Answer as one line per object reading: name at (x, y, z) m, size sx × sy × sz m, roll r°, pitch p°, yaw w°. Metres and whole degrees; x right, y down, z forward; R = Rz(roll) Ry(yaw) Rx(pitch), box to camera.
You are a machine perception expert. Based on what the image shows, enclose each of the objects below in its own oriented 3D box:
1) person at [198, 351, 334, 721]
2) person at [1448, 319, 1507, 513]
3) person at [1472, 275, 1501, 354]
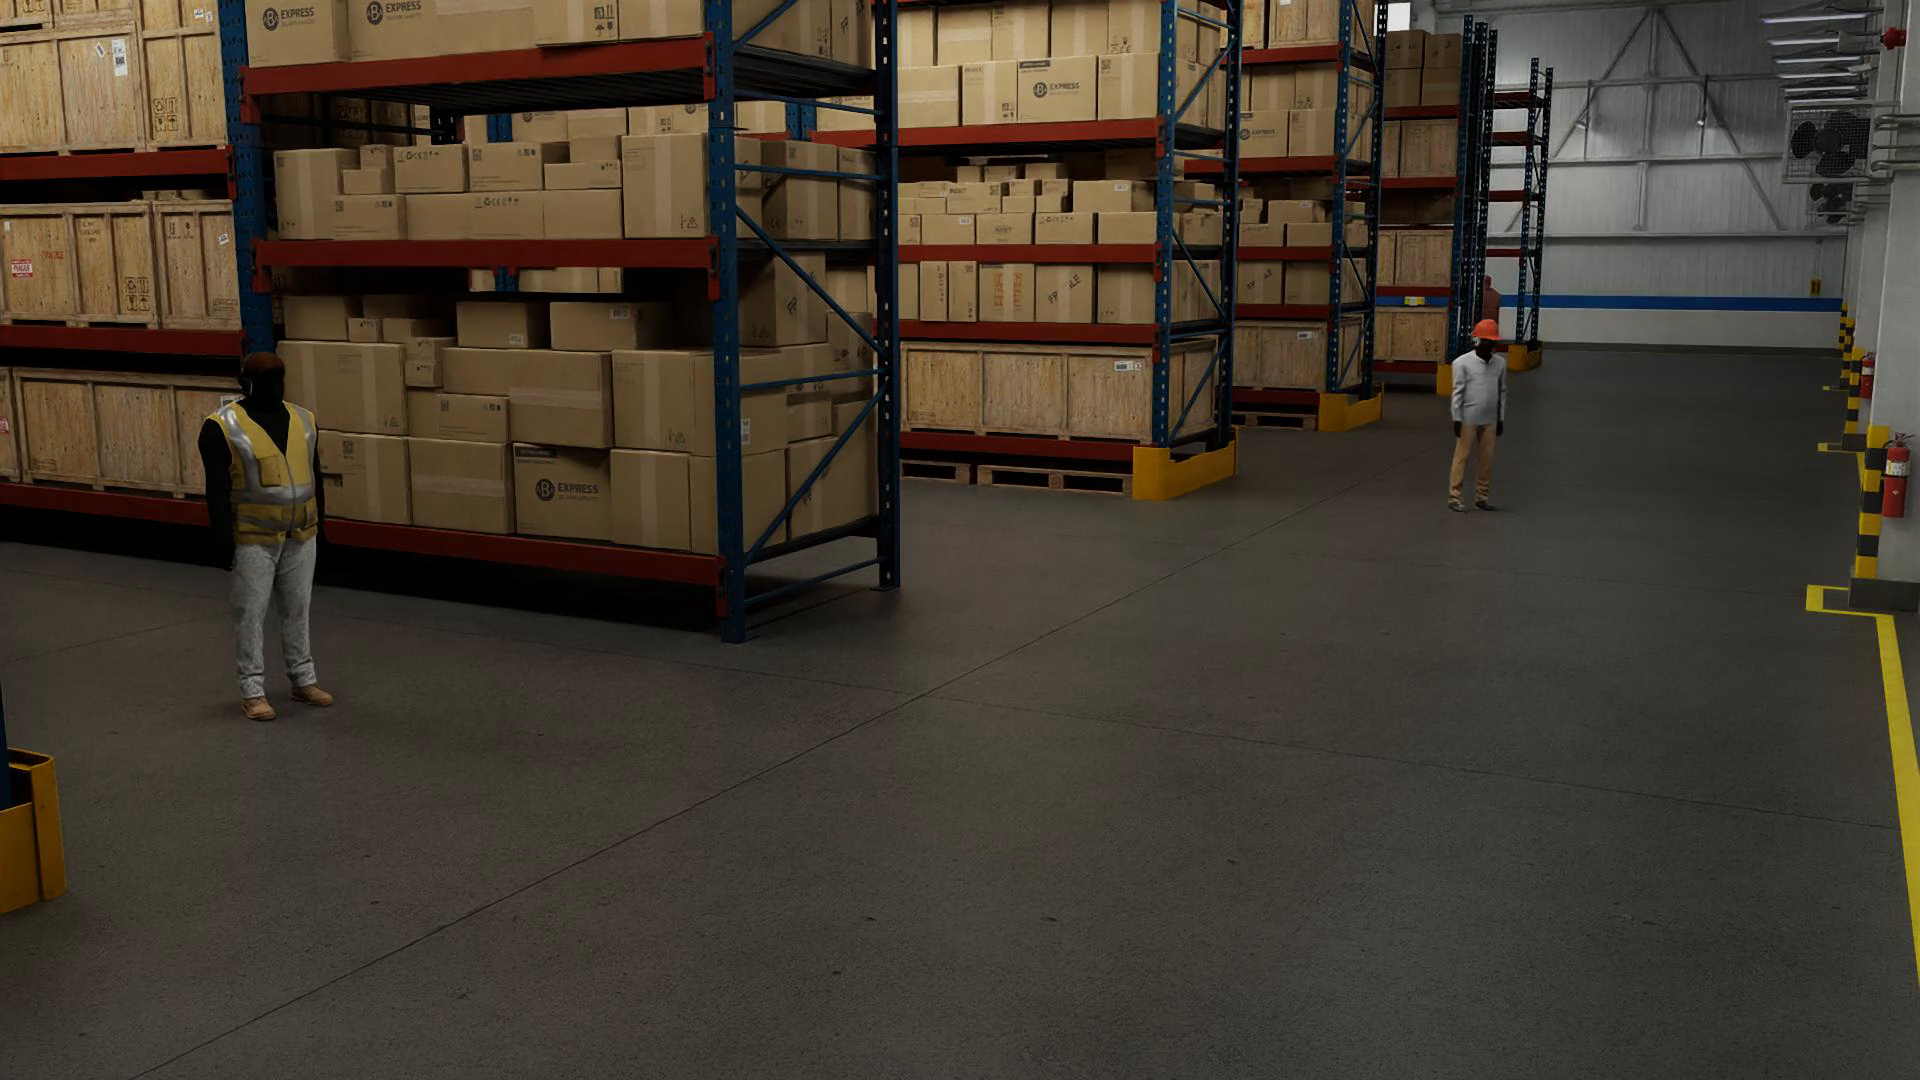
person at (-3.472, -0.028, 8.410) m, size 0.429 × 1.846 × 0.625 m, roll 7°, pitch 12°, yaw 36°
person at (4.679, -1.110, 14.970) m, size 0.566 × 1.742 × 0.351 m, roll -3°, pitch 10°, yaw -17°
person at (10.038, -4.119, 31.912) m, size 0.652 × 1.906 × 0.402 m, roll -4°, pitch 11°, yaw -24°
